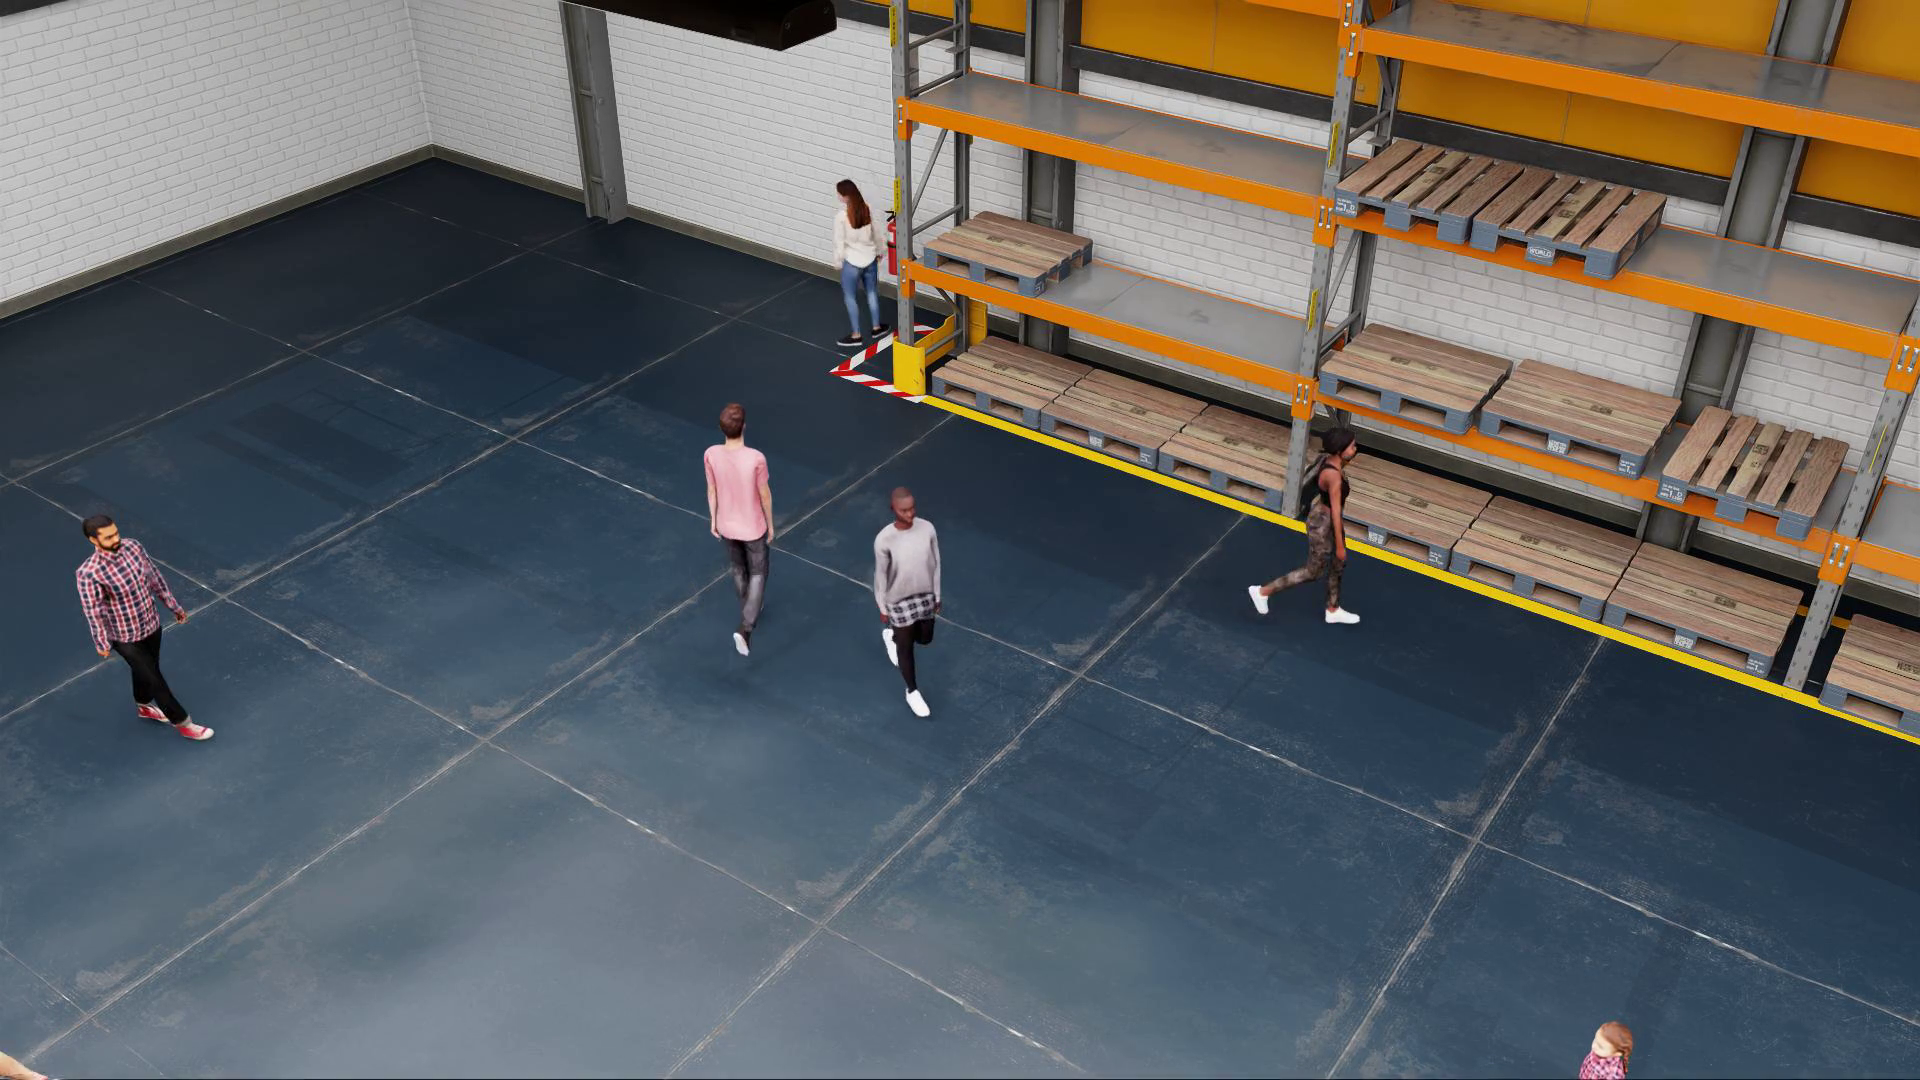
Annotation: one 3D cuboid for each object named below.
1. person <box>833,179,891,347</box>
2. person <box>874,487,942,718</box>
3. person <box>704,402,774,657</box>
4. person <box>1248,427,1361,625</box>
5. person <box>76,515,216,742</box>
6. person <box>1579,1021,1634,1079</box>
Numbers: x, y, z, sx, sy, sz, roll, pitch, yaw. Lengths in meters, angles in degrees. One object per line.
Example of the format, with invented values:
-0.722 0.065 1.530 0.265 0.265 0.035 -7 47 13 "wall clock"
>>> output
-0.924 -2.724 16.232 0.848 1.679 0.715 -13 36 -18 "person"
-0.385 0.360 11.517 0.890 1.761 1.051 -15 37 -22 "person"
-1.591 -0.056 11.983 1.109 1.938 1.000 4 34 7 "person"
2.610 -0.064 12.234 1.149 1.675 0.855 6 34 9 "person"
-5.642 0.565 11.231 1.079 1.737 0.905 9 35 13 "person"
3.260 2.826 8.476 0.546 1.022 0.497 -1 34 -1 "person"
